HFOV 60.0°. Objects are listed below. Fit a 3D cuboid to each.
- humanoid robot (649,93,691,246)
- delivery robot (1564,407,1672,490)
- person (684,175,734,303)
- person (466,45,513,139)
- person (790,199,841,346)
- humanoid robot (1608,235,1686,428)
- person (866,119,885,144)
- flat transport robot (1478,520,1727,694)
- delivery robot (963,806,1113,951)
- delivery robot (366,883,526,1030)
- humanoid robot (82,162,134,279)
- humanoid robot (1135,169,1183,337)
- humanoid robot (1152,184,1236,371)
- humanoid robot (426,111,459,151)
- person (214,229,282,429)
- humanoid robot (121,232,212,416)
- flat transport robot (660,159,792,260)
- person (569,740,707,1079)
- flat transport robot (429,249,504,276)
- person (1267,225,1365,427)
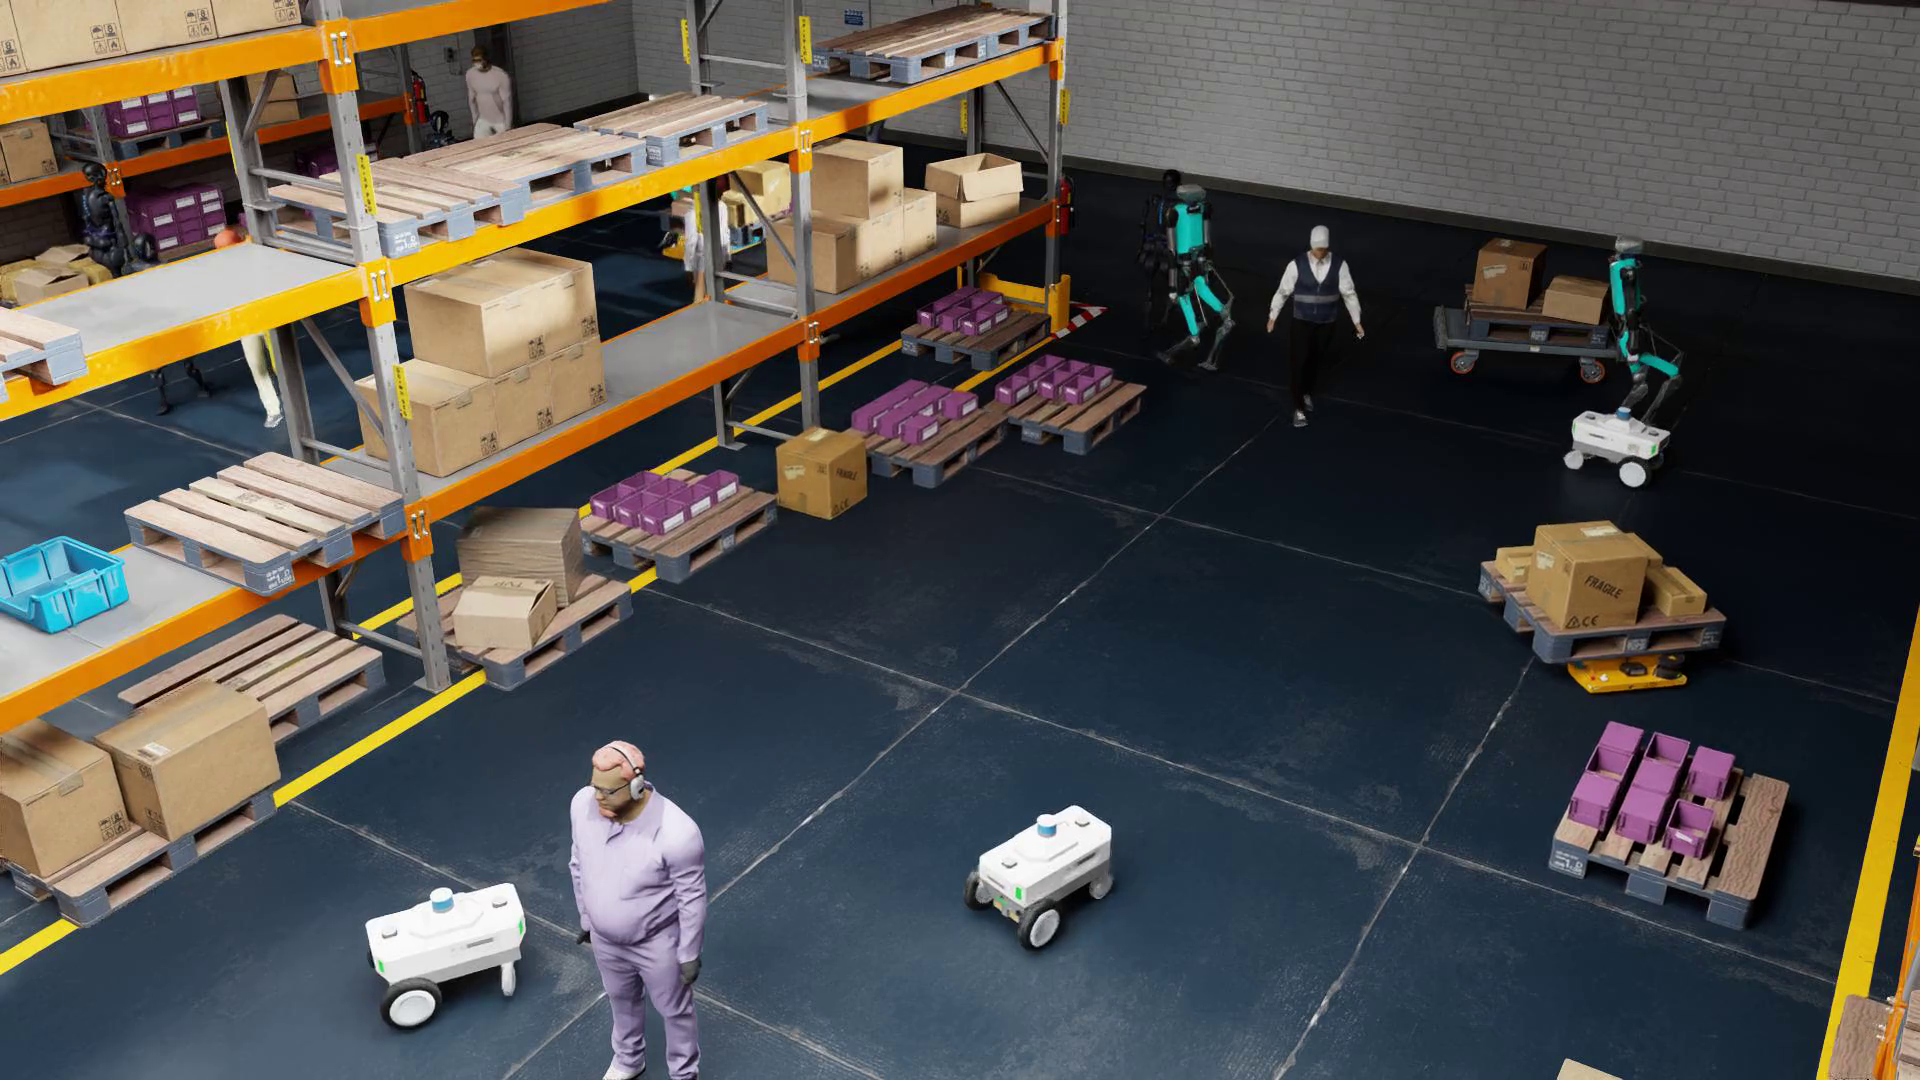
[{"bbox_3d":[-3.136,-4.158,18.792,0.708,1.816,0.548,-16,31,-28],"label":"humanoid robot"},{"bbox_3d":[5.325,-0.767,13.402,0.795,0.603,0.499,22,34,36],"label":"delivery robot"},{"bbox_3d":[-2.393,-2.628,15.788,0.323,1.717,0.667,15,30,27],"label":"person"},{"bbox_3d":[-5.744,-5.100,20.430,0.651,1.905,0.712,5,27,10],"label":"person"},{"bbox_3d":[-1.389,-2.695,15.778,0.555,1.831,0.533,21,34,35],"label":"person"},{"bbox_3d":[5.749,-1.641,13.881,0.884,1.798,0.541,4,27,8],"label":"humanoid robot"},{"bbox_3d":[-1.085,-5.287,21.114,0.313,1.637,0.506,7,28,14],"label":"person"},{"bbox_3d":[4.164,0.563,11.088,0.659,0.231,1.431,-4,27,-8],"label":"flat transport robot"},{"bbox_3d":[0.439,1.681,8.556,0.774,0.583,0.499,-22,34,-36],"label":"delivery robot"},{"bbox_3d":[-2.478,1.955,8.020,0.747,0.587,0.524,-12,29,-23],"label":"delivery robot"},{"bbox_3d":[-8.357,-2.888,16.336,0.612,1.638,0.455,16,31,28],"label":"humanoid robot"},{"bbox_3d":[1.949,-2.775,16.105,0.598,1.649,0.327,16,31,29],"label":"humanoid robot"},{"bbox_3d":[2.209,-2.308,15.118,0.537,1.755,0.913,-18,32,-31],"label":"humanoid robot"},{"bbox_3d":[-5.603,-3.887,18.286,0.599,1.657,0.315,16,31,28],"label":"humanoid robot"},{"bbox_3d":[-6.023,-1.877,14.289,0.572,1.715,0.701,-3,27,-6],"label":"person"},{"bbox_3d":[-6.929,-1.921,14.503,0.615,1.656,0.651,-1,27,-1],"label":"humanoid robot"},{"bbox_3d":[-2.669,-3.448,18.991,0.659,0.231,1.431,17,31,30],"label":"flat transport robot"},{"bbox_3d":[-1.380,1.677,7.085,0.642,1.909,0.403,13,30,23],"label":"person"},{"bbox_3d":[-5.464,-3.242,18.587,0.659,0.231,1.431,-2,27,-4],"label":"flat transport robot"},{"bbox_3d":[3.045,-1.835,14.210,0.748,1.717,0.867,-1,27,-2],"label":"person"}]
